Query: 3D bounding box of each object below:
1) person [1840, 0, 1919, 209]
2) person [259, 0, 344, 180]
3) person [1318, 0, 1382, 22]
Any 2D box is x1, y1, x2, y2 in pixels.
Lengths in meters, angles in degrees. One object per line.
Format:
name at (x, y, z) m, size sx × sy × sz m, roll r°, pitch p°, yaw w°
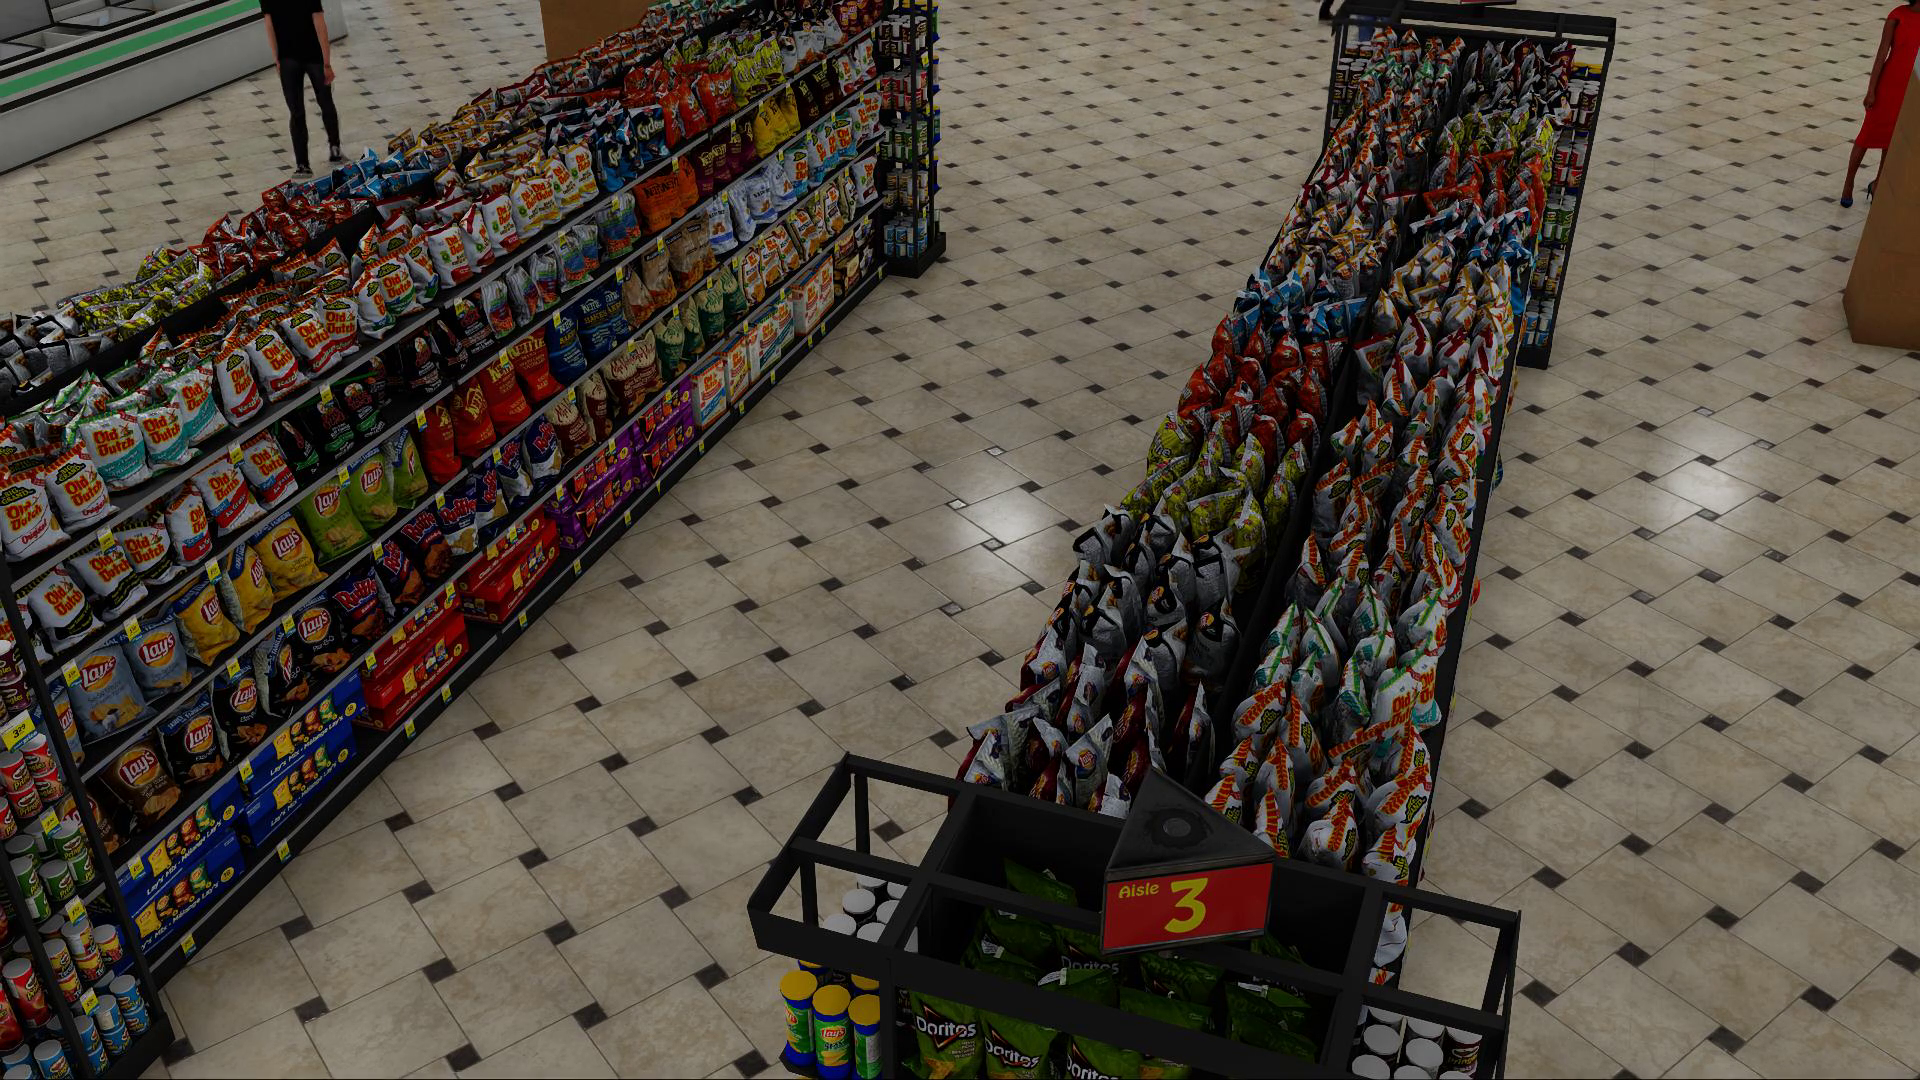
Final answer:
person at (6.851, -3.293, 12.172) m, size 0.612 × 1.744 × 0.555 m, roll 4°, pitch 32°, yaw 7°
person at (-5.036, -3.741, 12.841) m, size 0.956 × 1.797 × 1.216 m, roll -2°, pitch 32°, yaw -3°
person at (3.849, -5.809, 16.659) m, size 0.664 × 1.274 × 0.848 m, roll 6°, pitch 32°, yaw 9°
